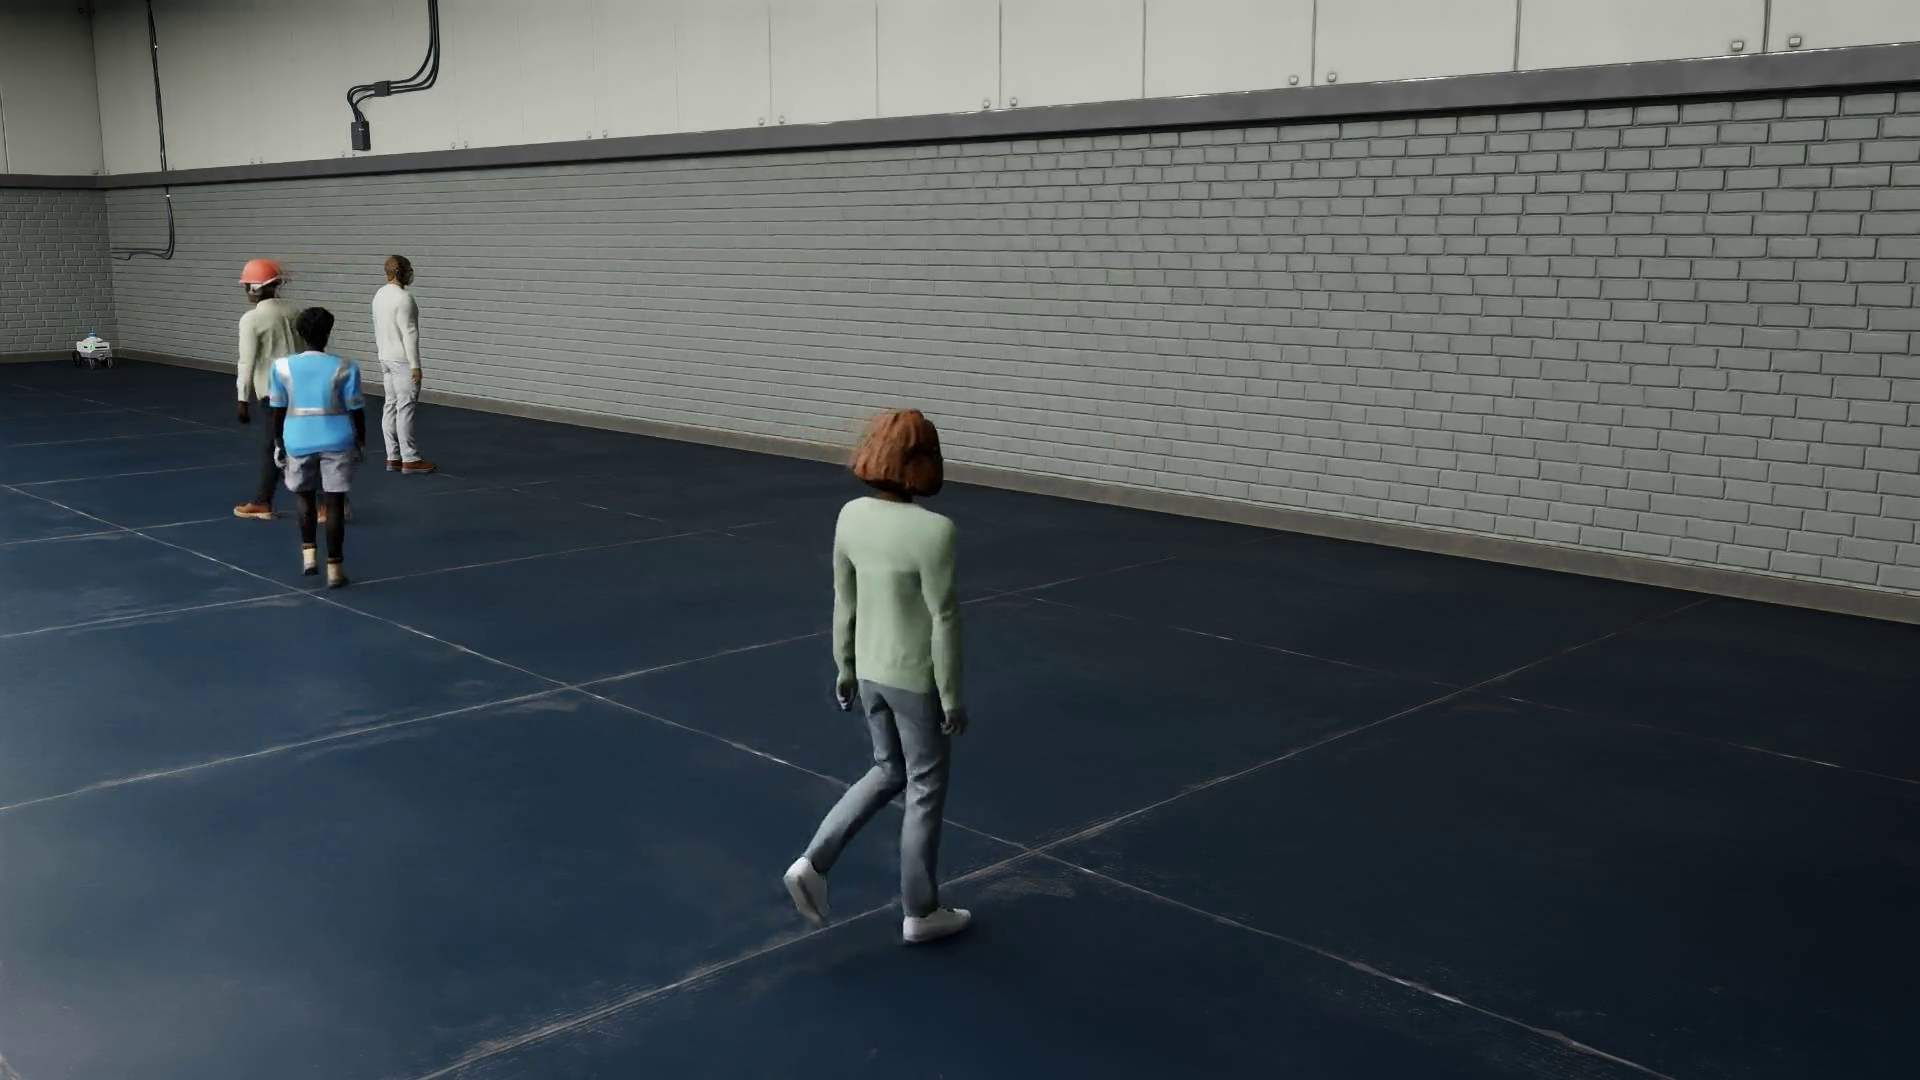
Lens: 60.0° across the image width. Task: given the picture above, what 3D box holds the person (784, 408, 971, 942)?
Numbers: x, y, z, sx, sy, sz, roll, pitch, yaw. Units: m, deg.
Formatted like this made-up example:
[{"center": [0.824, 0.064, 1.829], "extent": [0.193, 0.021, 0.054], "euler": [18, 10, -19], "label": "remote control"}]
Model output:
[{"center": [-0.214, 0.424, 4.876], "extent": [0.523, 1.619, 0.504], "euler": [-9, 13, -39], "label": "person"}]

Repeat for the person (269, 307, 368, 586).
[{"center": [-3.878, -0.569, 10.110], "extent": [0.551, 1.677, 0.435], "euler": [-2, 11, -11], "label": "person"}]

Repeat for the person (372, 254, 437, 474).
[{"center": [-5.009, -1.578, 14.910], "extent": [0.370, 1.940, 0.627], "euler": [-10, 14, -43], "label": "person"}]

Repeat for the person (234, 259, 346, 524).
[{"center": [-4.994, -1.093, 12.272], "extent": [1.024, 1.949, 0.631], "euler": [3, 11, 14], "label": "person"}]

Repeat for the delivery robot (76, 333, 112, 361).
[{"center": [-13.955, -3.092, 26.803], "extent": [0.477, 0.478, 0.707], "euler": [-10, 14, -44], "label": "delivery robot"}]
